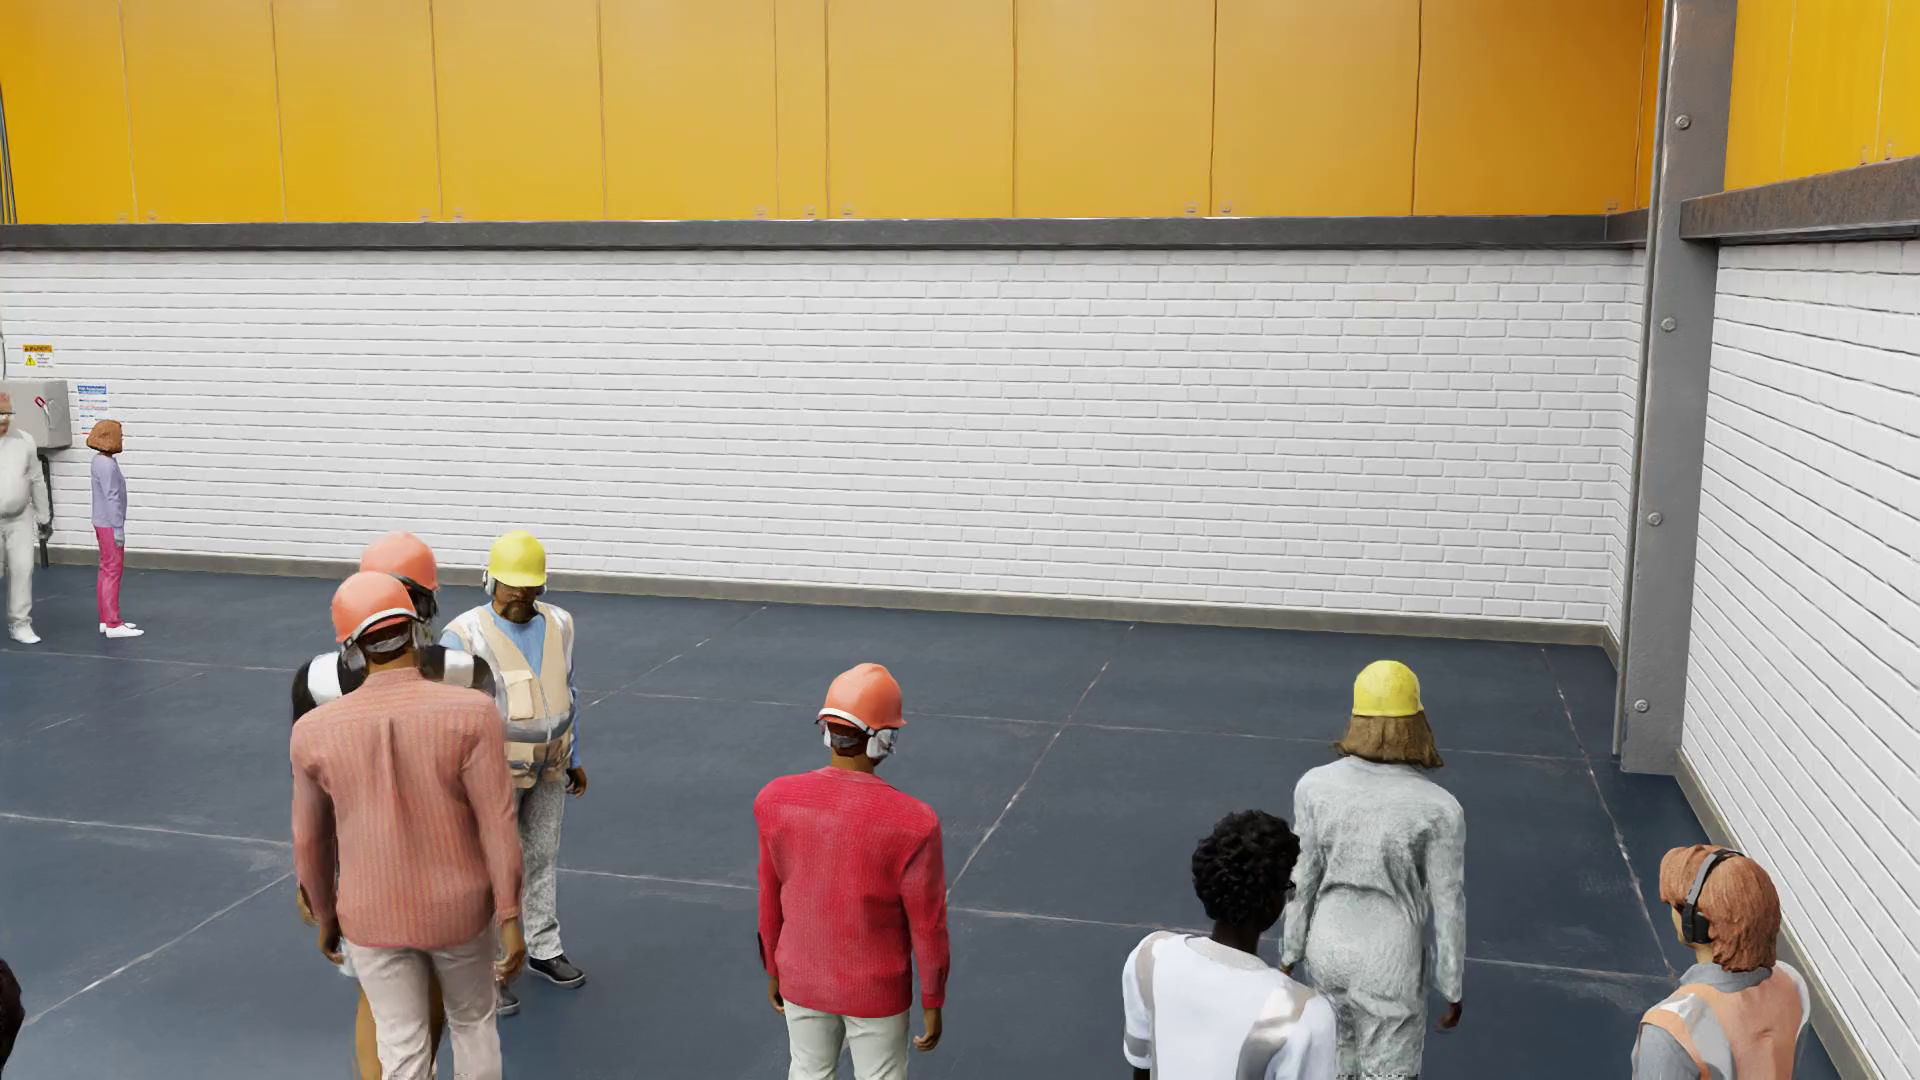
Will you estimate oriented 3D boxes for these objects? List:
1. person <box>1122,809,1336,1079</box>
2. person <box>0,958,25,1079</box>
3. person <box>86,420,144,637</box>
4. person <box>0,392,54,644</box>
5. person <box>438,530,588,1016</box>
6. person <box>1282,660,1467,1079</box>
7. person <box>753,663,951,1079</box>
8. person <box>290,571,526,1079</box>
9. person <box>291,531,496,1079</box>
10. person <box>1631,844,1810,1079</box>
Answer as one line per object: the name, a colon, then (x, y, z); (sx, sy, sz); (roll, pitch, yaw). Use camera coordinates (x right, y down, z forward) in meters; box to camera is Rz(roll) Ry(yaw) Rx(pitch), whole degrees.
person: (0.565, 1.402, 3.555); (0.319, 1.691, 0.540); (-9, 13, -42)
person: (-1.395, 1.492, 2.530); (0.355, 1.855, 0.657); (-9, 13, -43)
person: (-6.370, -0.090, 12.498); (0.268, 1.632, 0.506); (-7, 12, -35)
person: (-7.086, -0.161, 12.211); (0.587, 1.877, 0.691); (7, 12, 34)
person: (-1.673, 0.862, 6.331); (0.404, 1.826, 0.587); (8, 13, 40)
person: (1.192, 1.191, 4.762); (0.537, 1.702, 0.786); (7, 12, 34)
person: (-0.288, 1.197, 4.614); (0.574, 1.739, 0.350); (4, 10, 21)
person: (-1.571, 1.071, 4.761); (0.644, 1.937, 0.655); (-2, 10, -9)
person: (-1.716, 0.989, 5.096); (0.622, 2.002, 0.908); (-3, 10, -17)
person: (1.560, 1.438, 3.486); (0.523, 1.638, 0.311); (-7, 12, -34)
